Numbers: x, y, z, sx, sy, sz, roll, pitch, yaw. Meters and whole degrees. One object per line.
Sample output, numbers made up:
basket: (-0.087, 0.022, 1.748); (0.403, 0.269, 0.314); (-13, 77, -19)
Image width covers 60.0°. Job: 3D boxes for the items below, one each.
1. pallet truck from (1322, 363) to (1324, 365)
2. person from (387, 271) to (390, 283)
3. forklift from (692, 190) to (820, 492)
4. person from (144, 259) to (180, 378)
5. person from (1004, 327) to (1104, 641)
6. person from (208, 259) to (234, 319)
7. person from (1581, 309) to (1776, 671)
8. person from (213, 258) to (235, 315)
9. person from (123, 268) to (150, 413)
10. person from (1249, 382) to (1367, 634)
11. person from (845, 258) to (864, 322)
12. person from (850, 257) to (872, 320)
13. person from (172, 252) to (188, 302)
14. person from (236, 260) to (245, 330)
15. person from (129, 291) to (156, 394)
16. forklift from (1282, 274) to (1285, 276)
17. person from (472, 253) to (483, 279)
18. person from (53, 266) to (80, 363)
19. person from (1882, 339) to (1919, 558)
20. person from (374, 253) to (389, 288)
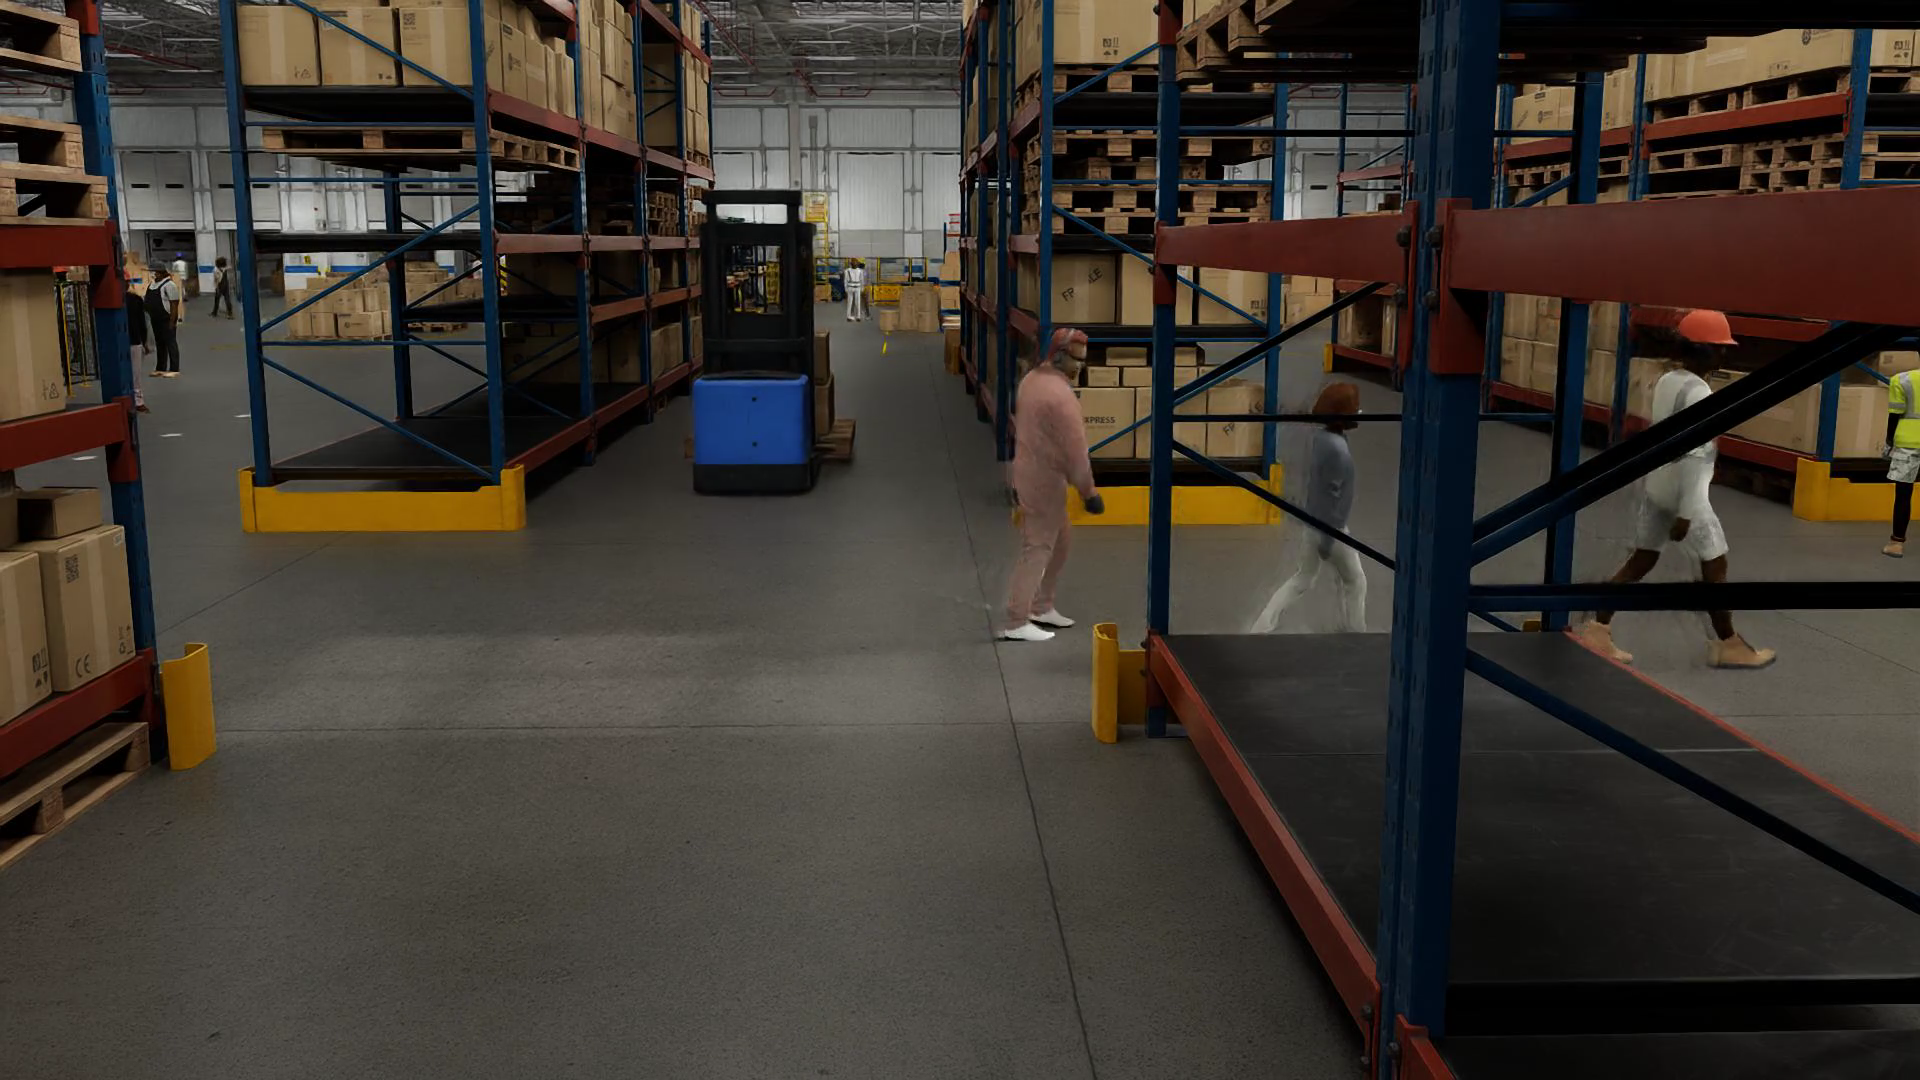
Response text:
pallet truck: (7.712, -4.157, 30.737); (1.885, 1.965, 0.823); (3, 11, 16)
person: (-18.741, -8.397, 55.229); (0.321, 1.691, 0.535); (10, 14, 43)
forklift: (-1.960, -1.939, 15.922); (1.129, 2.768, 1.873); (0, 10, -2)
person: (-13.834, -3.824, 28.762); (0.682, 2.000, 0.537); (6, 12, 30)
person: (0.550, -0.300, 9.662); (0.642, 1.859, 0.682); (-2, 10, -12)
person: (-22.492, -7.619, 50.573); (0.978, 1.791, 0.532); (5, 11, 25)
person: (3.929, -0.264, 9.079); (1.049, 1.999, 0.608); (0, 10, -1)
person: (-23.694, -8.179, 53.614); (0.661, 1.830, 0.447); (-10, 14, -44)
person: (-11.357, -2.699, 22.627); (0.388, 1.992, 0.622); (9, 13, 40)
person: (1.971, -0.076, 9.114); (0.820, 1.597, 0.502); (0, 10, 0)
person: (-3.088, -7.288, 48.532); (0.574, 1.876, 0.355); (-4, 11, -22)
person: (-3.011, -7.546, 49.923); (0.599, 1.896, 0.915); (-9, 13, -41)
person: (-30.265, -10.207, 64.619); (0.579, 1.931, 0.623); (8, 13, 36)
person: (-18.968, -6.459, 43.983); (0.416, 1.854, 0.511); (-8, 13, -39)
person: (-12.351, -2.927, 24.976); (0.520, 1.595, 0.791); (-1, 10, -8)
forklift: (12.135, -10.836, 65.485); (1.129, 2.768, 1.873); (0, 10, -2)
person: (-16.737, -9.015, 57.967); (0.359, 1.937, 0.635); (-10, 14, -44)
person: (-17.362, -4.400, 32.255); (0.543, 1.940, 0.361); (-1, 10, -3)
person: (7.120, -0.698, 12.305); (0.532, 1.697, 0.319); (3, 11, 16)
person: (-22.077, -9.975, 63.405); (0.617, 1.897, 0.765); (-10, 14, -44)
